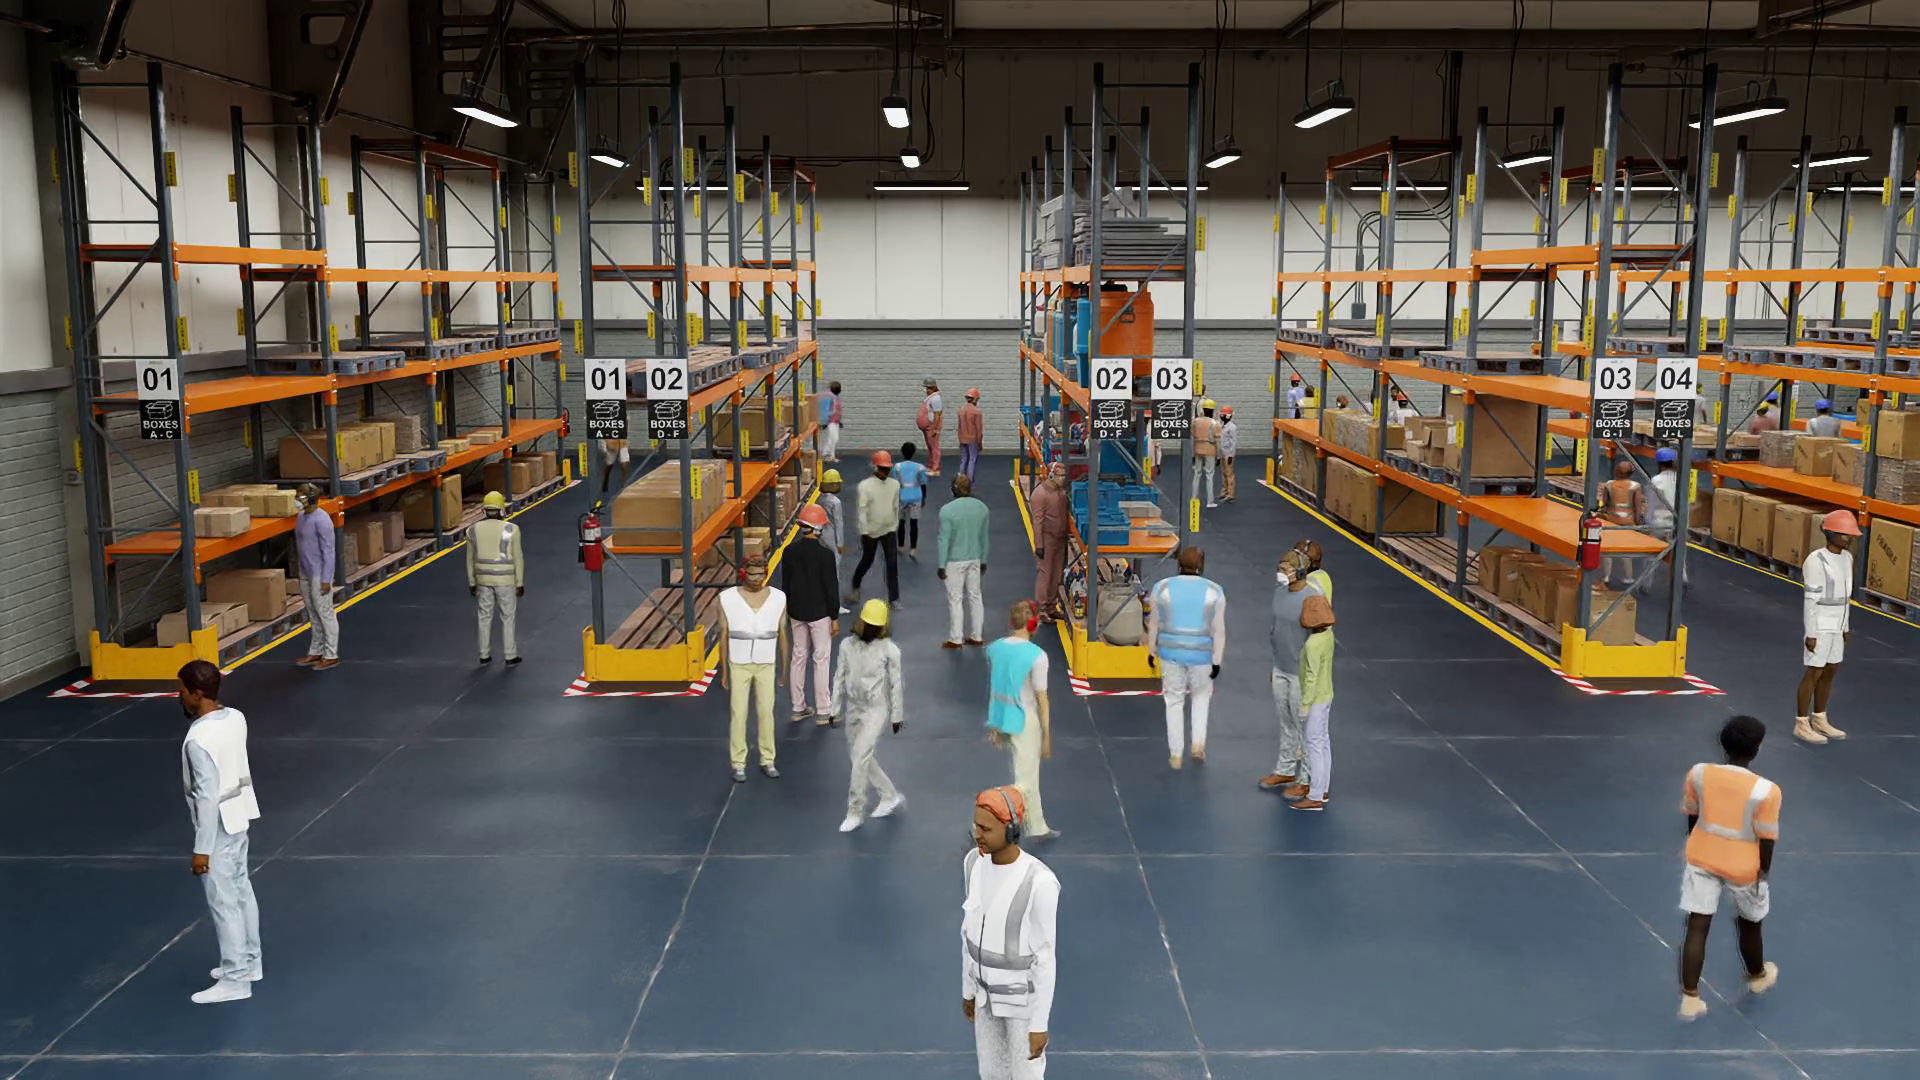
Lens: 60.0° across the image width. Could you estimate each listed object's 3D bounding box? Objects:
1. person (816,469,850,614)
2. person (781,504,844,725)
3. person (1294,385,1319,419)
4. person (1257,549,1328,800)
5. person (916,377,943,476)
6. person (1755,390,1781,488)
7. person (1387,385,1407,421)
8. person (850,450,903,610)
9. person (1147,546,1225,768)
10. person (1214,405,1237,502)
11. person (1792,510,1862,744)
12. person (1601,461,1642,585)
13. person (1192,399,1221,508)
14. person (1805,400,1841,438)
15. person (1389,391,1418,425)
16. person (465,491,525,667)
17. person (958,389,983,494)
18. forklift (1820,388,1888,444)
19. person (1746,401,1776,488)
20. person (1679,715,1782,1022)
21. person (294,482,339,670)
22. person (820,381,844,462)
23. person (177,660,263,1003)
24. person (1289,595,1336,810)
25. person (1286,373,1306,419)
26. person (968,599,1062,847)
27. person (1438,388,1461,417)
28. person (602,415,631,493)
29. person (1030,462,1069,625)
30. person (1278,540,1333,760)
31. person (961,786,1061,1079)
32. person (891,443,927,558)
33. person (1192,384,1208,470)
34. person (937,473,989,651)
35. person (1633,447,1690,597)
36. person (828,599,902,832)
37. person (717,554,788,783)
[{"bbox_3d":[-1.542,0.016,19.997,0.295,1.743,0.493,-7,11,-37],"label":"person"},{"bbox_3d":[-1.329,0.667,15.002,0.614,1.994,0.381,6,10,32],"label":"person"},{"bbox_3d":[7.263,-2.304,34.612,0.633,1.839,0.429,1,9,4],"label":"person"},{"bbox_3d":[2.591,1.029,12.854,0.374,1.939,0.628,-3,9,-21],"label":"person"},{"bbox_3d":[-0.625,-2.332,34.147,0.535,2.000,0.684,-2,9,-11],"label":"person"},{"bbox_3d":[15.294,-1.858,31.403,0.614,1.943,0.409,1,9,7],"label":"person"},{"bbox_3d":[8.970,-2.272,34.356,0.508,1.862,0.326,8,12,42],"label":"person"},{"bbox_3d":[-1.043,-0.149,20.414,0.616,1.956,0.964,-5,10,-30],"label":"person"},{"bbox_3d":[1.862,0.950,13.742,0.635,1.816,0.611,1,9,8],"label":"person"},{"bbox_3d":[4.812,-1.567,30.139,0.327,1.753,0.561,-2,9,-12],"label":"person"},{"bbox_3d":[7.518,0.744,14.380,0.615,2.036,0.402,-6,11,-33],"label":"person"},{"bbox_3d":[8.700,-0.225,21.881,0.523,1.638,0.316,8,12,43],"label":"person"},{"bbox_3d":[4.356,-1.525,29.372,0.582,1.917,0.404,6,11,36],"label":"person"},{"bbox_3d":[15.306,-1.546,29.553,0.617,1.878,1.044,3,9,18],"label":"person"},{"bbox_3d":[8.302,-1.823,31.245,0.547,1.929,0.386,1,9,4],"label":"person"},{"bbox_3d":[-4.802,0.400,17.245,0.604,1.829,0.404,1,9,9],"label":"person"},{"bbox_3d":[0.213,-1.860,31.337,0.434,1.977,0.605,-8,12,-41],"label":"person"},{"bbox_3d":[20.072,-3.110,36.462,1.873,2.768,1.129,0,9,0],"label":"forklift"},{"bbox_3d":[14.986,-1.747,31.300,0.547,1.741,0.711,-1,9,-7],"label":"person"},{"bbox_3d":[4.209,1.755,9.064,0.861,1.644,0.544,-8,12,-43],"label":"person"},{"bbox_3d":[-6.632,0.367,17.108,0.375,1.940,0.627,-9,12,-44],"label":"person"},{"bbox_3d":[-2.804,-2.597,36.595,0.443,1.816,0.632,3,9,16],"label":"person"},{"bbox_3d":[-4.100,1.602,9.237,0.371,1.915,0.597,-1,9,-5],"label":"person"},{"bbox_3d":[2.678,1.224,12.576,0.286,1.633,0.499,4,10,26],"label":"person"},{"bbox_3d":[7.529,-2.793,37.441,0.547,1.938,0.359,-7,11,-36],"label":"person"},{"bbox_3d":[0.394,1.304,11.534,0.833,1.805,0.583,-6,11,-34],"label":"person"},{"bbox_3d":[10.052,-2.194,33.970,0.619,1.815,0.433,3,9,21],"label":"person"},{"bbox_3d":[-6.441,-1.764,31.055,0.559,1.887,1.000,-4,10,-26],"label":"person"},{"bbox_3d":[1.079,0.028,19.455,0.401,1.893,0.654,6,11,34],"label":"person"},{"bbox_3d":[2.876,0.914,13.903,0.429,1.844,0.623,4,10,22],"label":"person"},{"bbox_3d":[0.196,1.958,7.082,0.360,1.880,0.574,-7,11,-37],"label":"person"},{"bbox_3d":[-0.745,-0.577,24.065,0.546,1.662,0.732,-1,9,-6],"label":"person"},{"bbox_3d":[5.108,-2.392,35.194,0.337,1.839,0.509,3,9,17],"label":"person"},{"bbox_3d":[0.033,0.237,17.987,0.645,1.931,0.377,-6,11,-34],"label":"person"},{"bbox_3d":[8.868,-0.214,20.899,0.615,1.917,0.773,-2,9,-10],"label":"person"},{"bbox_3d":[-0.662,1.252,12.167,0.488,1.698,0.613,7,11,36],"label":"person"},{"bbox_3d":[-1.650,1.011,13.316,0.562,1.833,0.419,-3,9,-18],"label":"person"}]
